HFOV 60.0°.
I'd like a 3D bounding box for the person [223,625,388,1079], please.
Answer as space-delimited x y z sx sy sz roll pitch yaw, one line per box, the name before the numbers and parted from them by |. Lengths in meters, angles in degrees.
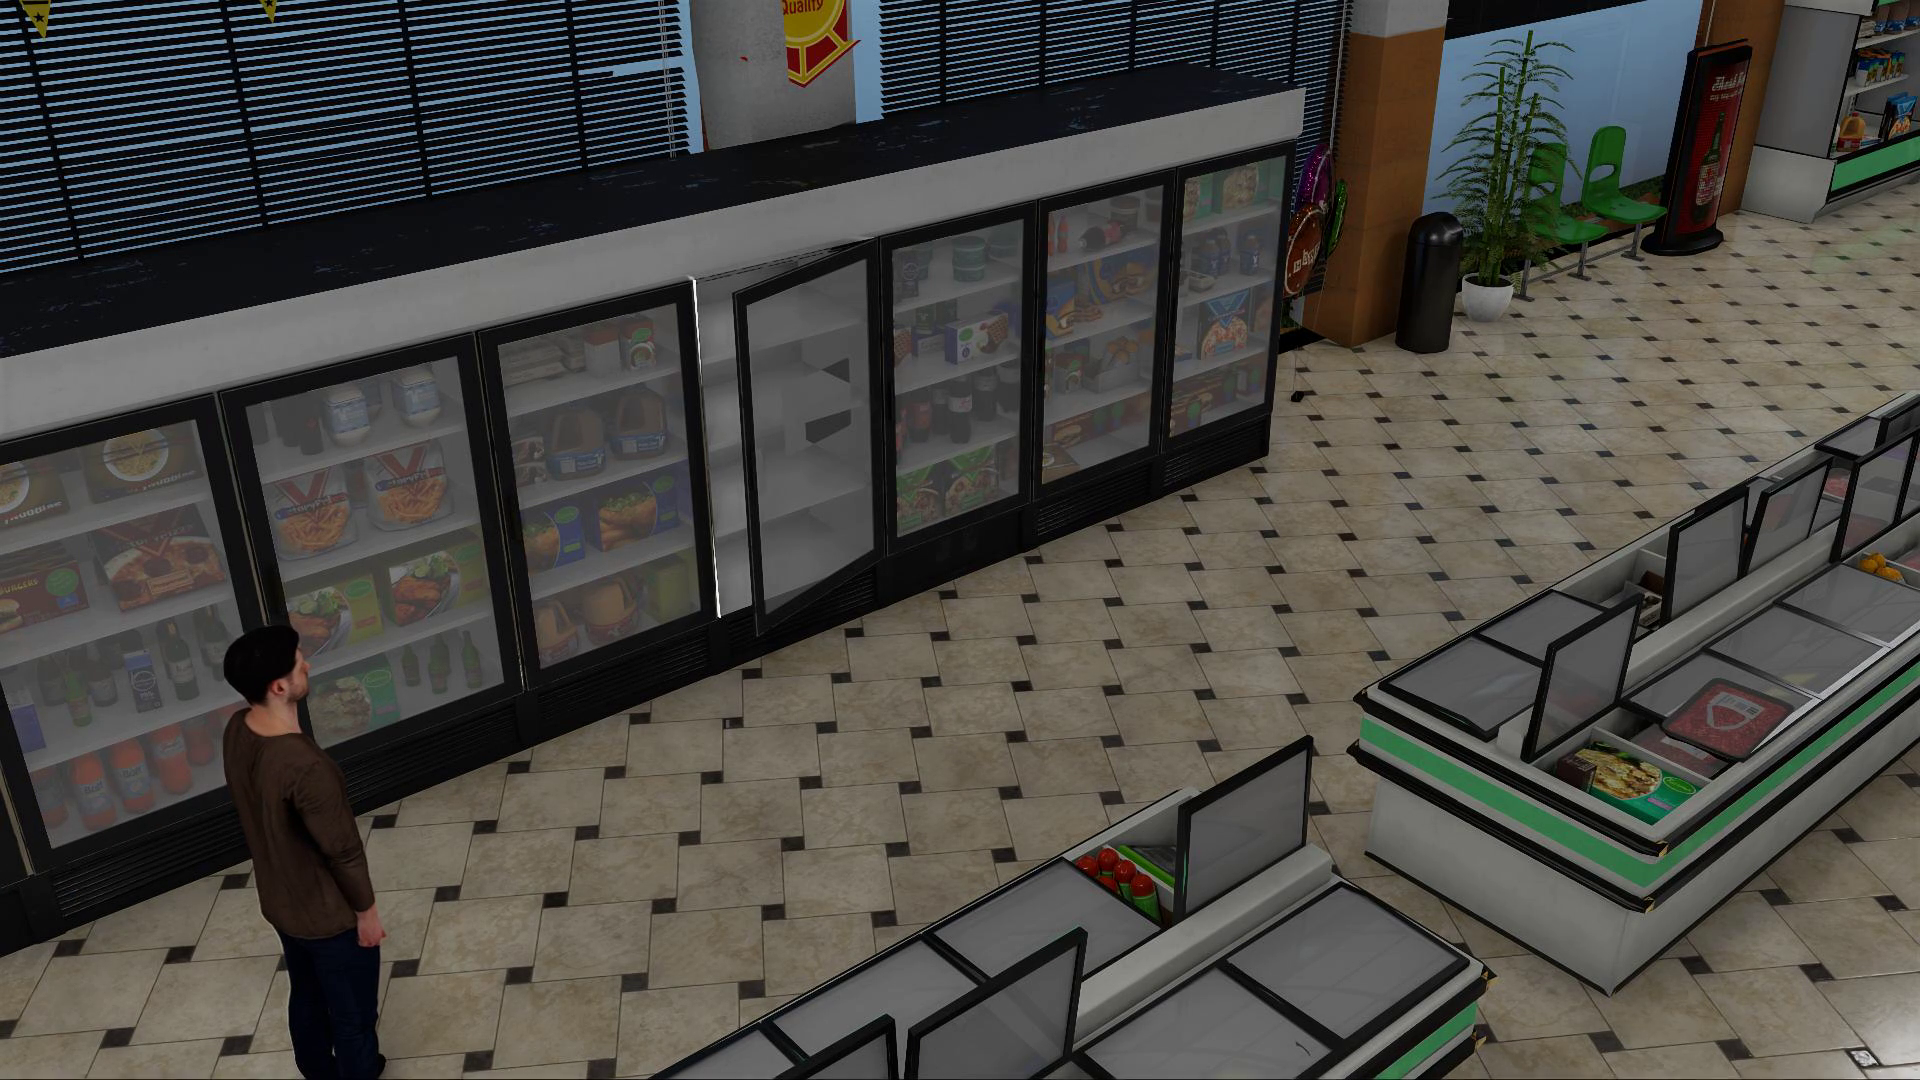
person | -2.017 1.103 5.204 0.698 1.888 0.640 19 33 33
